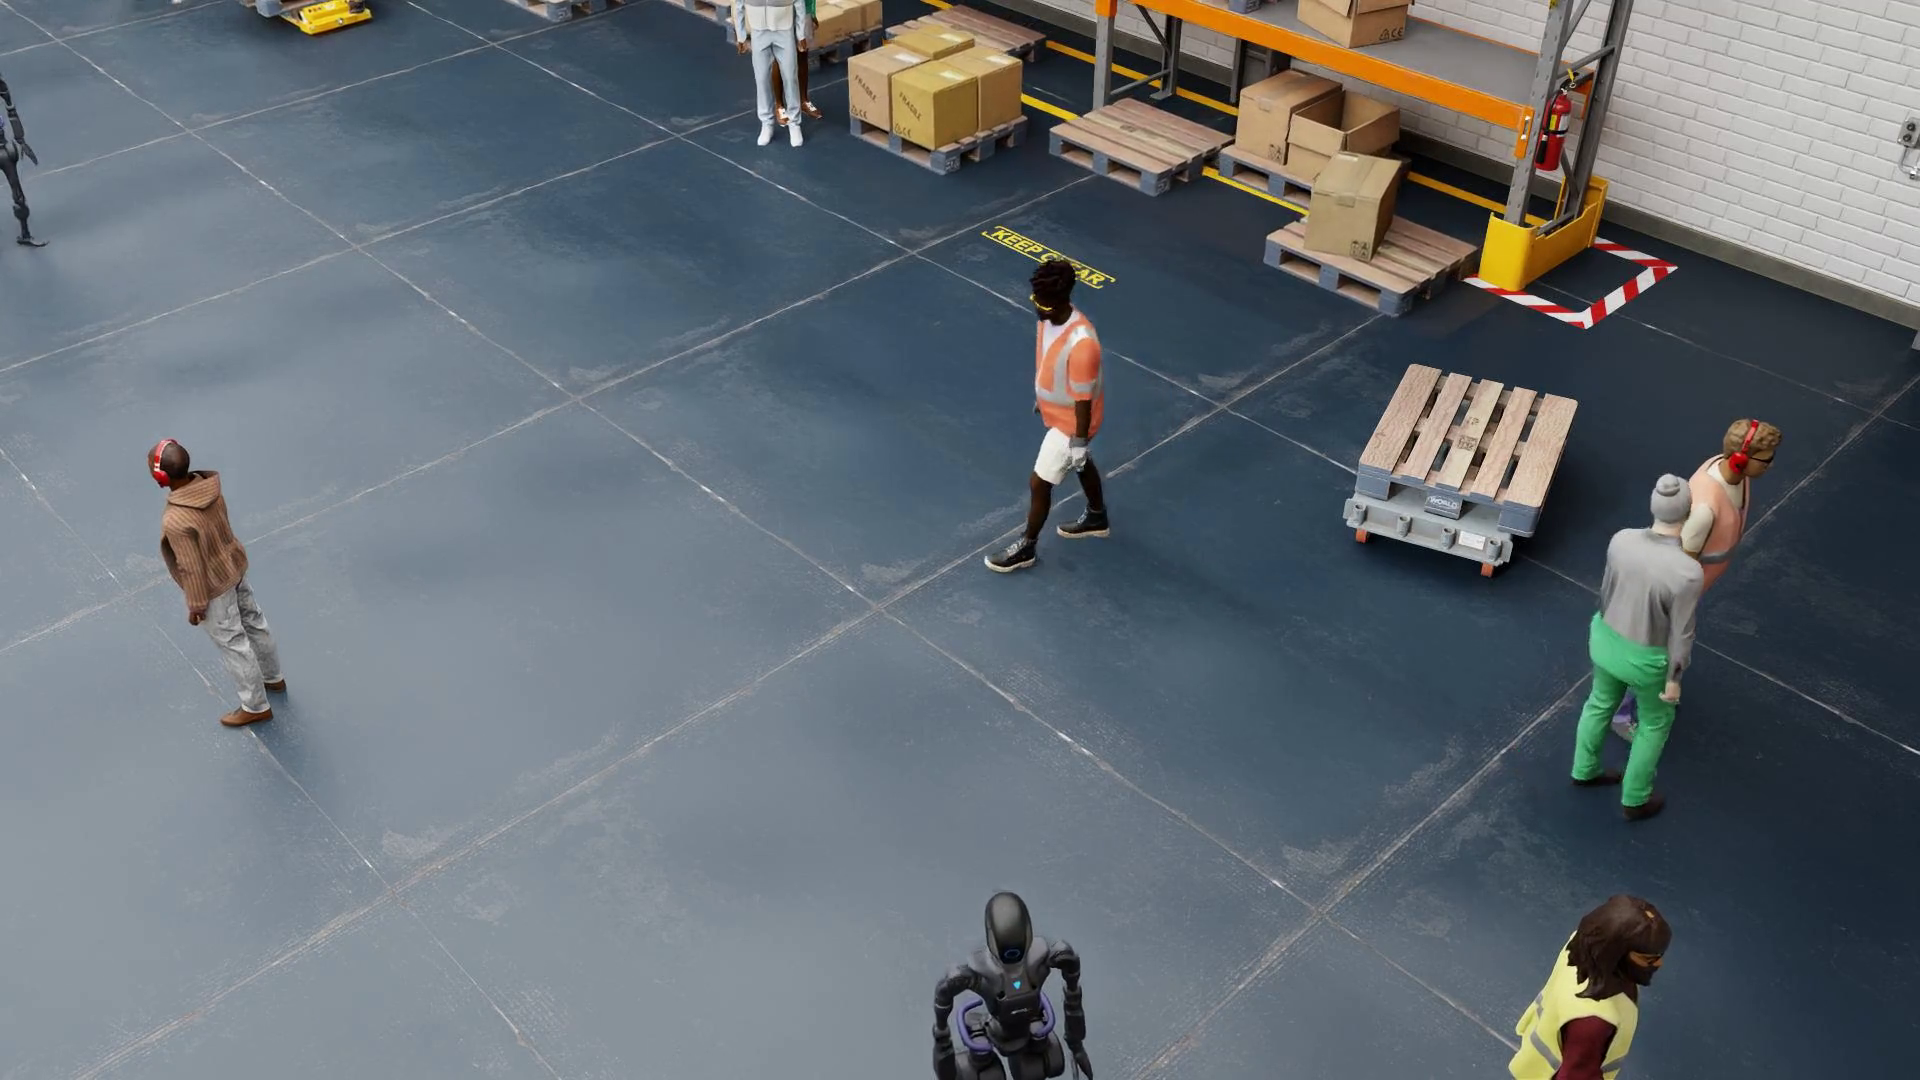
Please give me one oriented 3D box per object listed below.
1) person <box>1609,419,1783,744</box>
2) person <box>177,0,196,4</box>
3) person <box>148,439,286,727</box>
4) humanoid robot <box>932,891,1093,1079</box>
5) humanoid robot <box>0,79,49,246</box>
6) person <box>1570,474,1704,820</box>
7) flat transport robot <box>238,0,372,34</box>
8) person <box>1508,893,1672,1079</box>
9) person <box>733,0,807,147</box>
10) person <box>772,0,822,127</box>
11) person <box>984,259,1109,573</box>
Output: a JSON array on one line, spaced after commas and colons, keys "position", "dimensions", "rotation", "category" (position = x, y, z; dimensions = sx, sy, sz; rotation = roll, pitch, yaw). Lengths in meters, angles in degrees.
[{"position": [3.487, 0.183, 8.001], "dimensions": [0.403, 1.832, 0.575], "rotation": [26, 44, 31], "category": "person"}, {"position": [-7.971, -6.292, 16.419], "dimensions": [0.645, 2.018, 0.624], "rotation": [17, 40, 21], "category": "person"}, {"position": [-3.621, 0.210, 8.106], "dimensions": [0.327, 1.651, 0.459], "rotation": [2, 37, 3], "category": "person"}, {"position": [0.168, 1.820, 6.007], "dimensions": [0.610, 1.652, 0.761], "rotation": [-10, 38, -13], "category": "humanoid robot"}, {"position": [-7.181, -2.904, 12.216], "dimensions": [0.633, 1.645, 0.458], "rotation": [-20, 41, -24], "category": "humanoid robot"}, {"position": [3.138, 0.482, 7.600], "dimensions": [0.462, 1.840, 0.549], "rotation": [-20, 42, -25], "category": "person"}, {"position": [-6.586, -5.413, 16.699], "dimensions": [1.431, 0.231, 0.659], "rotation": [31, 47, 34], "category": "flat transport robot"}, {"position": [2.112, 1.869, 5.813], "dimensions": [0.383, 1.772, 0.466], "rotation": [13, 39, 17], "category": "person"}, {"position": [-1.562, -4.208, 13.750], "dimensions": [0.596, 1.908, 0.411], "rotation": [-1, 37, -1], "category": "person"}, {"position": [-1.447, -4.483, 14.159], "dimensions": [0.491, 1.848, 0.395], "rotation": [-21, 42, -25], "category": "person"}, {"position": [0.503, -0.674, 9.063], "dimensions": [0.893, 1.908, 0.694], "rotation": [-10, 38, -13], "category": "person"}]
